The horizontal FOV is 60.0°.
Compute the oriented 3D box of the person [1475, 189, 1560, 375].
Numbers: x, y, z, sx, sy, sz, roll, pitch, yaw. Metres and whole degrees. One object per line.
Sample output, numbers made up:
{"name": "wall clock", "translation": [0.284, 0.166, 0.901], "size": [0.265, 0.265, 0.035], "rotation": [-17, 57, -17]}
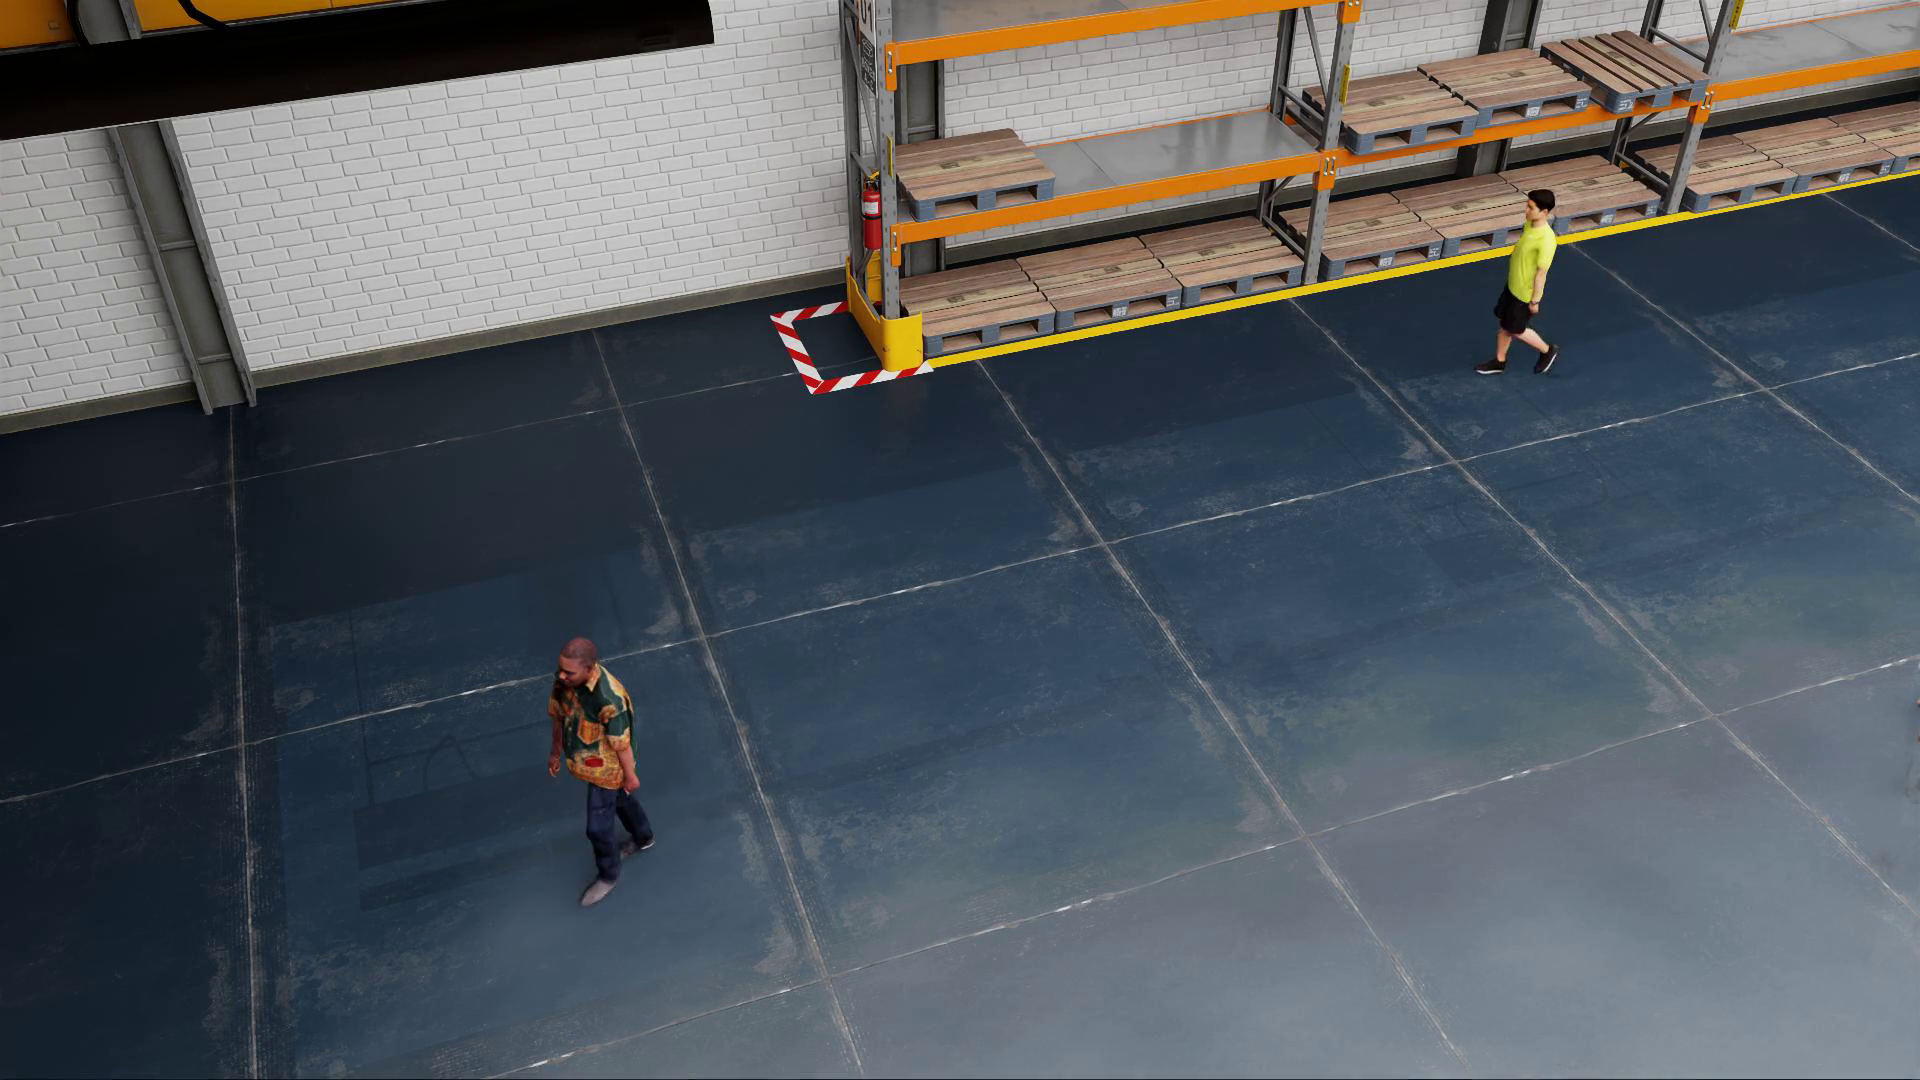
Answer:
{"name": "person", "translation": [4.646, -2.064, 13.471], "size": [0.940, 1.691, 0.764], "rotation": [-3, 39, -3]}

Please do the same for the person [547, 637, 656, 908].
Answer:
{"name": "person", "translation": [-1.936, 1.174, 9.342], "size": [0.981, 1.785, 0.870], "rotation": [-29, 47, -31]}
